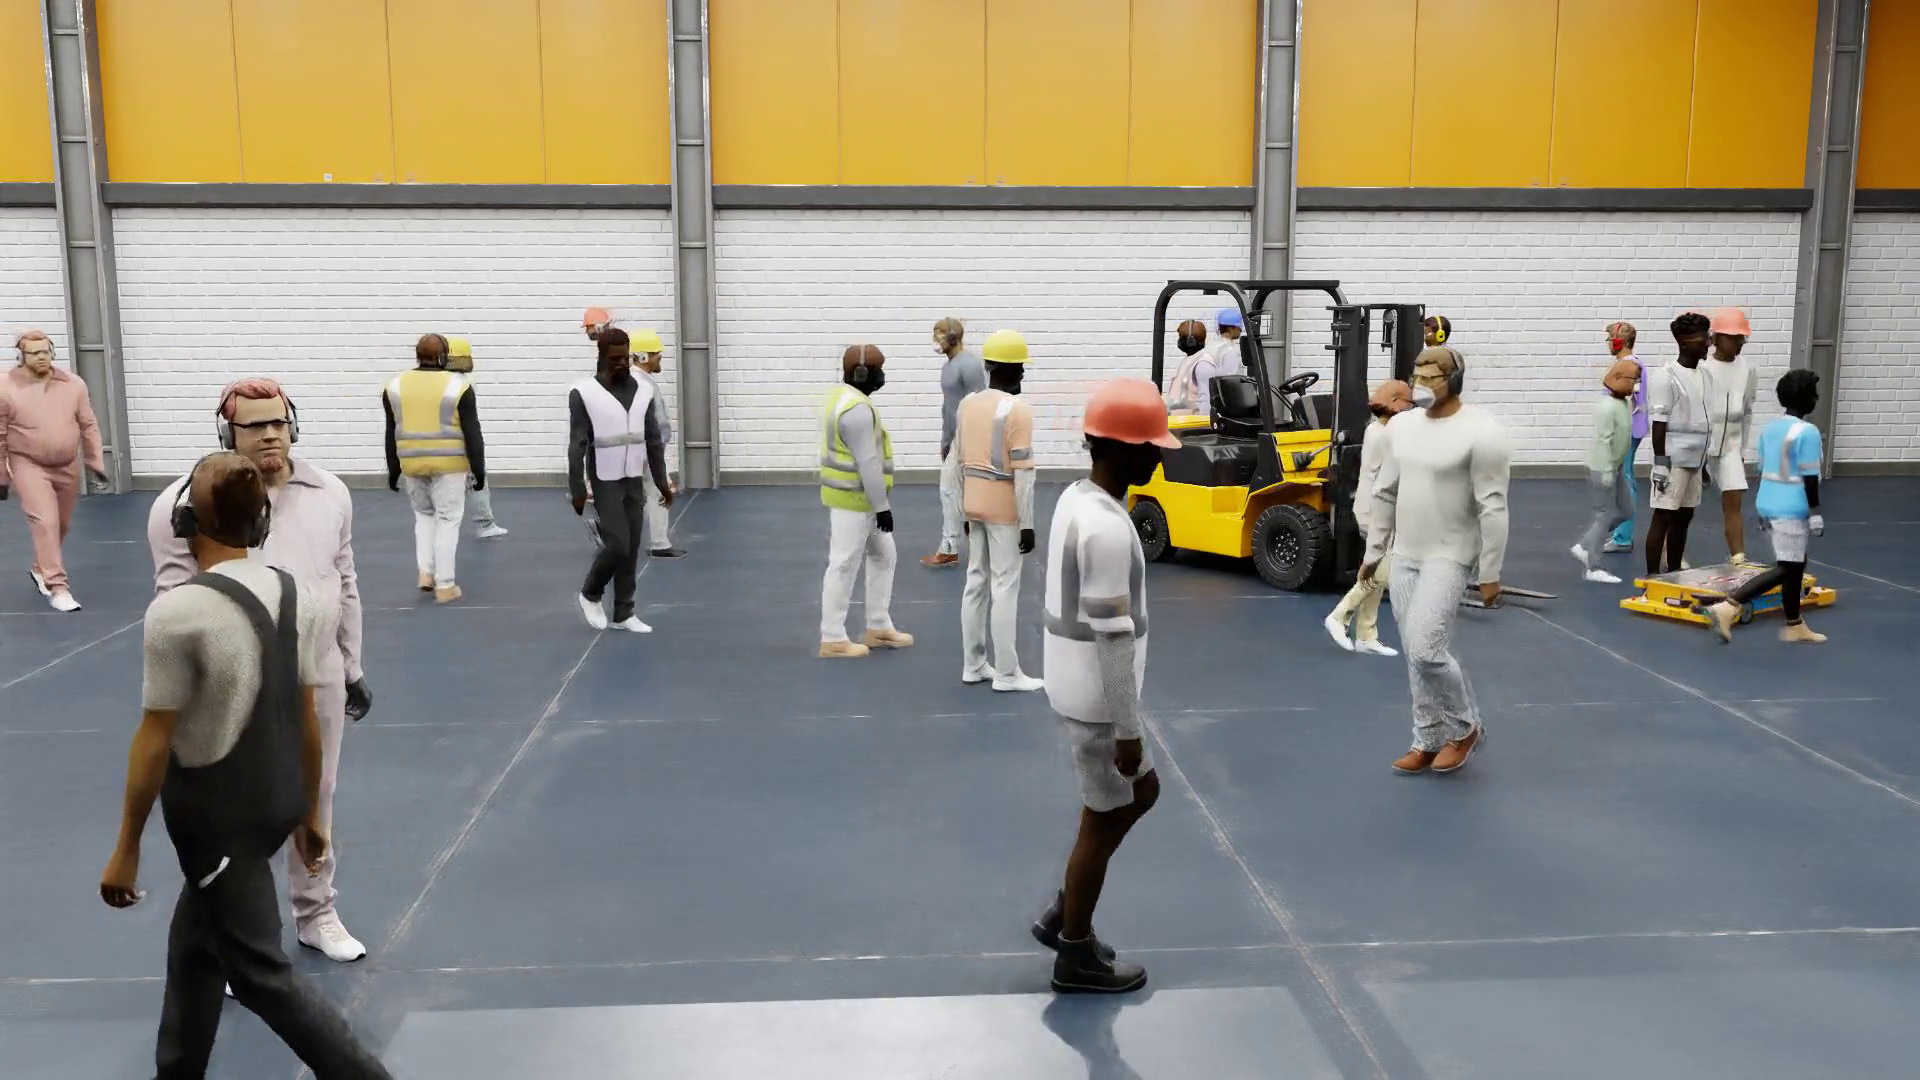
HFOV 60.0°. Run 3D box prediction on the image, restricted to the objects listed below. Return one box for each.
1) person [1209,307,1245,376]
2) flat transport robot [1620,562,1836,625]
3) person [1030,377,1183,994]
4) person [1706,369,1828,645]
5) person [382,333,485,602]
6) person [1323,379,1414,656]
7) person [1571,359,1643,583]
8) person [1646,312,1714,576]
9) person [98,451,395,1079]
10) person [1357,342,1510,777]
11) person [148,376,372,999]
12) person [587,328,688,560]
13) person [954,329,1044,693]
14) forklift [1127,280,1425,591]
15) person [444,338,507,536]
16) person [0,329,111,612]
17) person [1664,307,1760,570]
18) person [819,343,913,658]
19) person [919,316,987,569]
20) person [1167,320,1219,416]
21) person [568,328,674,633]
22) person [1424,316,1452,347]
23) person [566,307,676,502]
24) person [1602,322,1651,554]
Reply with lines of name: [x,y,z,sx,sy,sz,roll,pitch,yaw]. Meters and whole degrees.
person: [2.459,-1.252,15.793,0.817,1.923,0.624,-1,9,-5]
flat transport robot: [5.075,0.340,10.964,1.431,0.197,0.652,-6,11,-34]
person: [0.452,0.462,5.046,0.415,1.914,0.568,-1,9,-4]
person: [4.821,-0.179,9.824,0.726,1.672,0.535,1,9,4]
person: [-3.555,-0.496,11.346,0.650,1.822,0.519,1,9,4]
person: [2.434,-0.135,9.723,0.364,1.608,0.553,5,10,27]
person: [4.686,-0.494,11.985,0.377,1.614,0.547,7,11,37]
person: [4.861,-0.544,11.205,0.606,1.966,0.367,-7,11,-36]
person: [-1.720,0.688,4.050,0.949,1.800,0.550,1,9,9]
person: [2.042,0.103,7.283,0.439,1.924,0.634,-5,10,-27]
person: [-2.145,0.443,5.202,0.402,1.906,0.652,8,12,41]
person: [-2.516,-0.734,12.891,0.691,1.810,0.598,-2,9,-13]
person: [0.211,-0.154,8.884,0.388,1.926,0.590,-7,11,-36]
forklift: [2.301,-0.860,12.475,1.214,2.155,2.313,-6,11,-35]
person: [-4.193,-0.829,13.825,0.497,1.701,0.878,5,10,29]
person: [-6.180,-0.490,11.206,0.947,1.866,0.641,6,11,35]
person: [5.455,-0.674,11.991,0.628,1.980,1.091,-1,9,-3]
person: [-0.510,-0.217,9.617,0.713,1.818,0.623,-1,9,-6]
person: [-0.022,-0.732,12.591,0.830,1.896,0.640,-2,9,-13]
person: [1.969,-0.937,14.079,0.430,1.841,0.624,-1,9,-6]
person: [-2.098,-0.352,10.233,0.447,1.901,0.614,7,11,36]
person: [4.113,-1.007,14.435,0.328,1.867,0.509,1,9,8]
person: [-3.301,-1.314,16.261,1.056,1.924,0.617,-1,9,-9]
person: [5.288,-0.808,13.250,0.387,1.841,0.565,5,10,30]
